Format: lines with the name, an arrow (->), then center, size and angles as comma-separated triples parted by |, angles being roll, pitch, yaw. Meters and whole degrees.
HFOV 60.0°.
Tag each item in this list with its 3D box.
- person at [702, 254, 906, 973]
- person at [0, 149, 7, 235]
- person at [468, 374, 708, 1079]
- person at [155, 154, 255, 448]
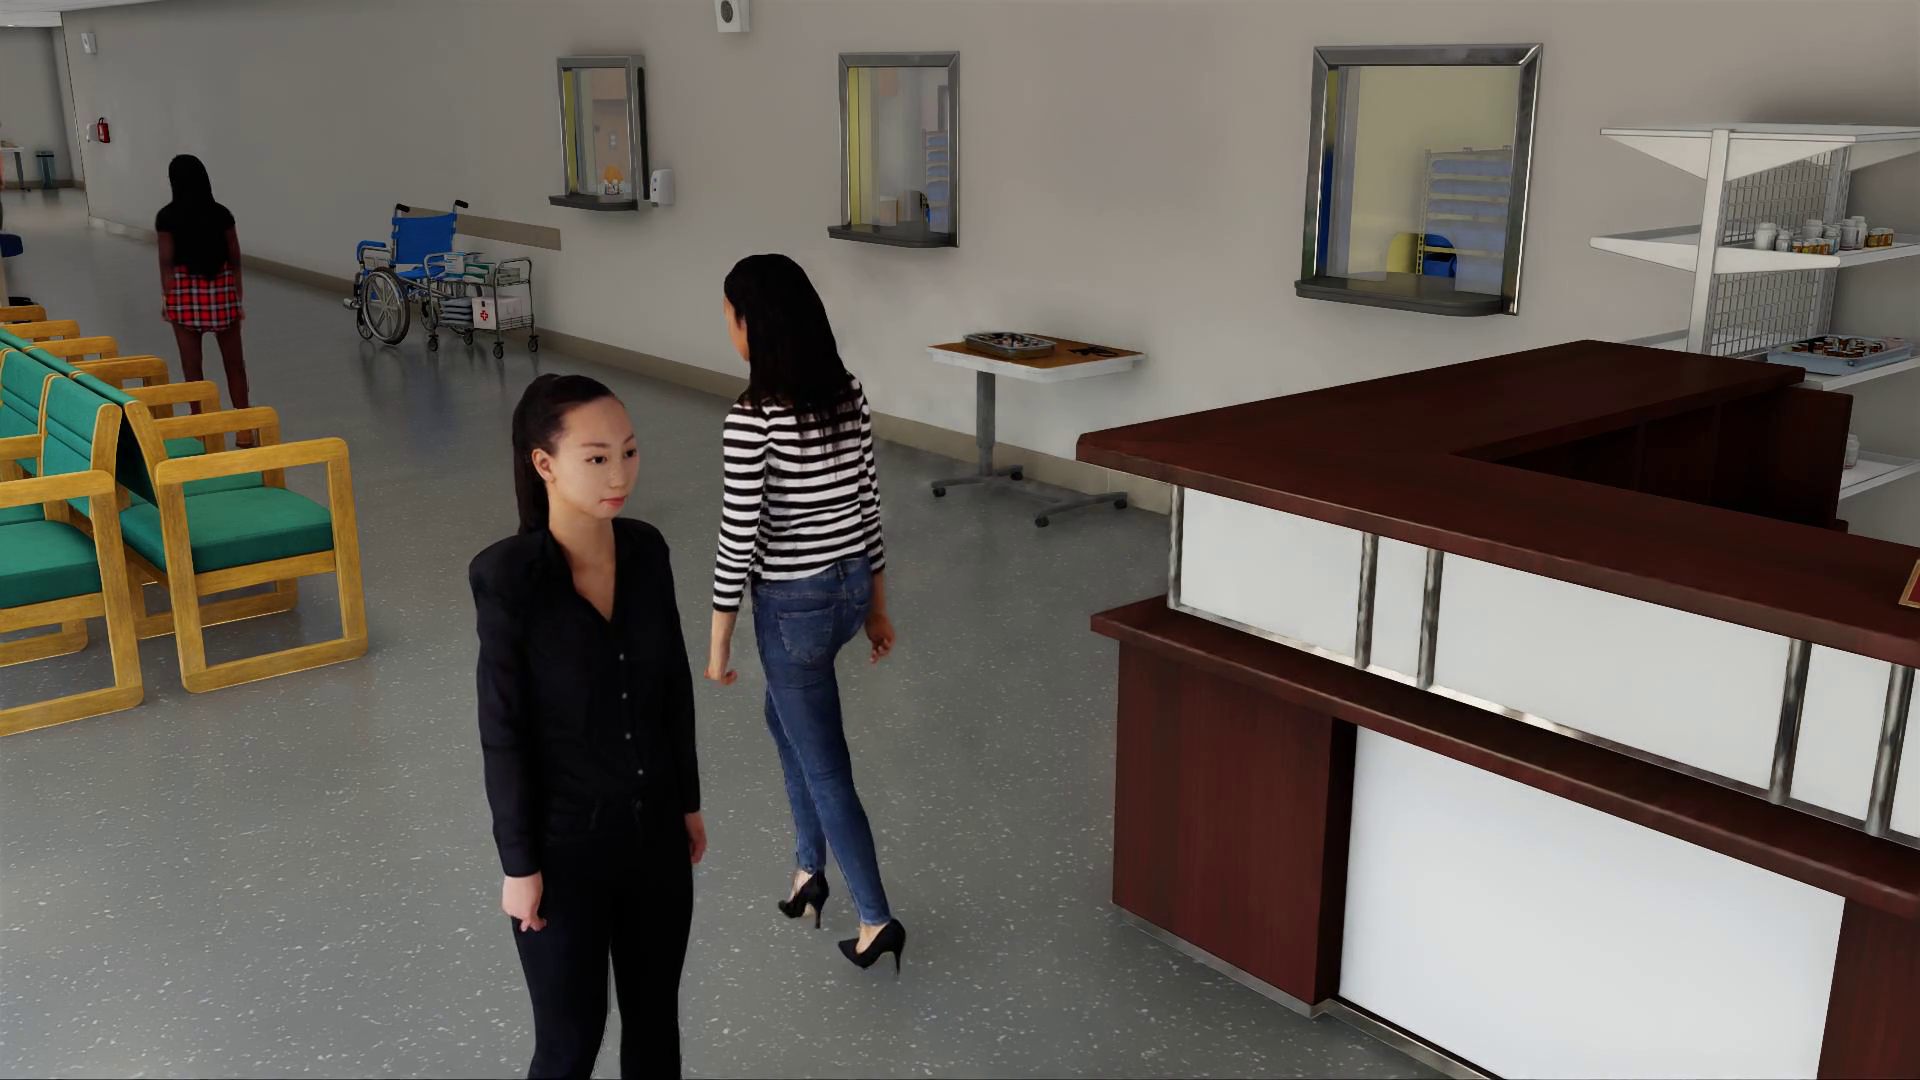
person -> -0.287, 0.248, 3.894 | 0.757, 1.764, 0.704 | 12, 20, 37
person -> -12.652, -4.680, 21.636 | 1.062, 1.621, 0.701 | -11, 19, -35
person -> -0.642, 0.547, 2.928 | 0.663, 1.713, 0.472 | 13, 21, 39
person -> -4.425, -1.375, 9.723 | 0.523, 1.726, 0.666 | -12, 20, -36
